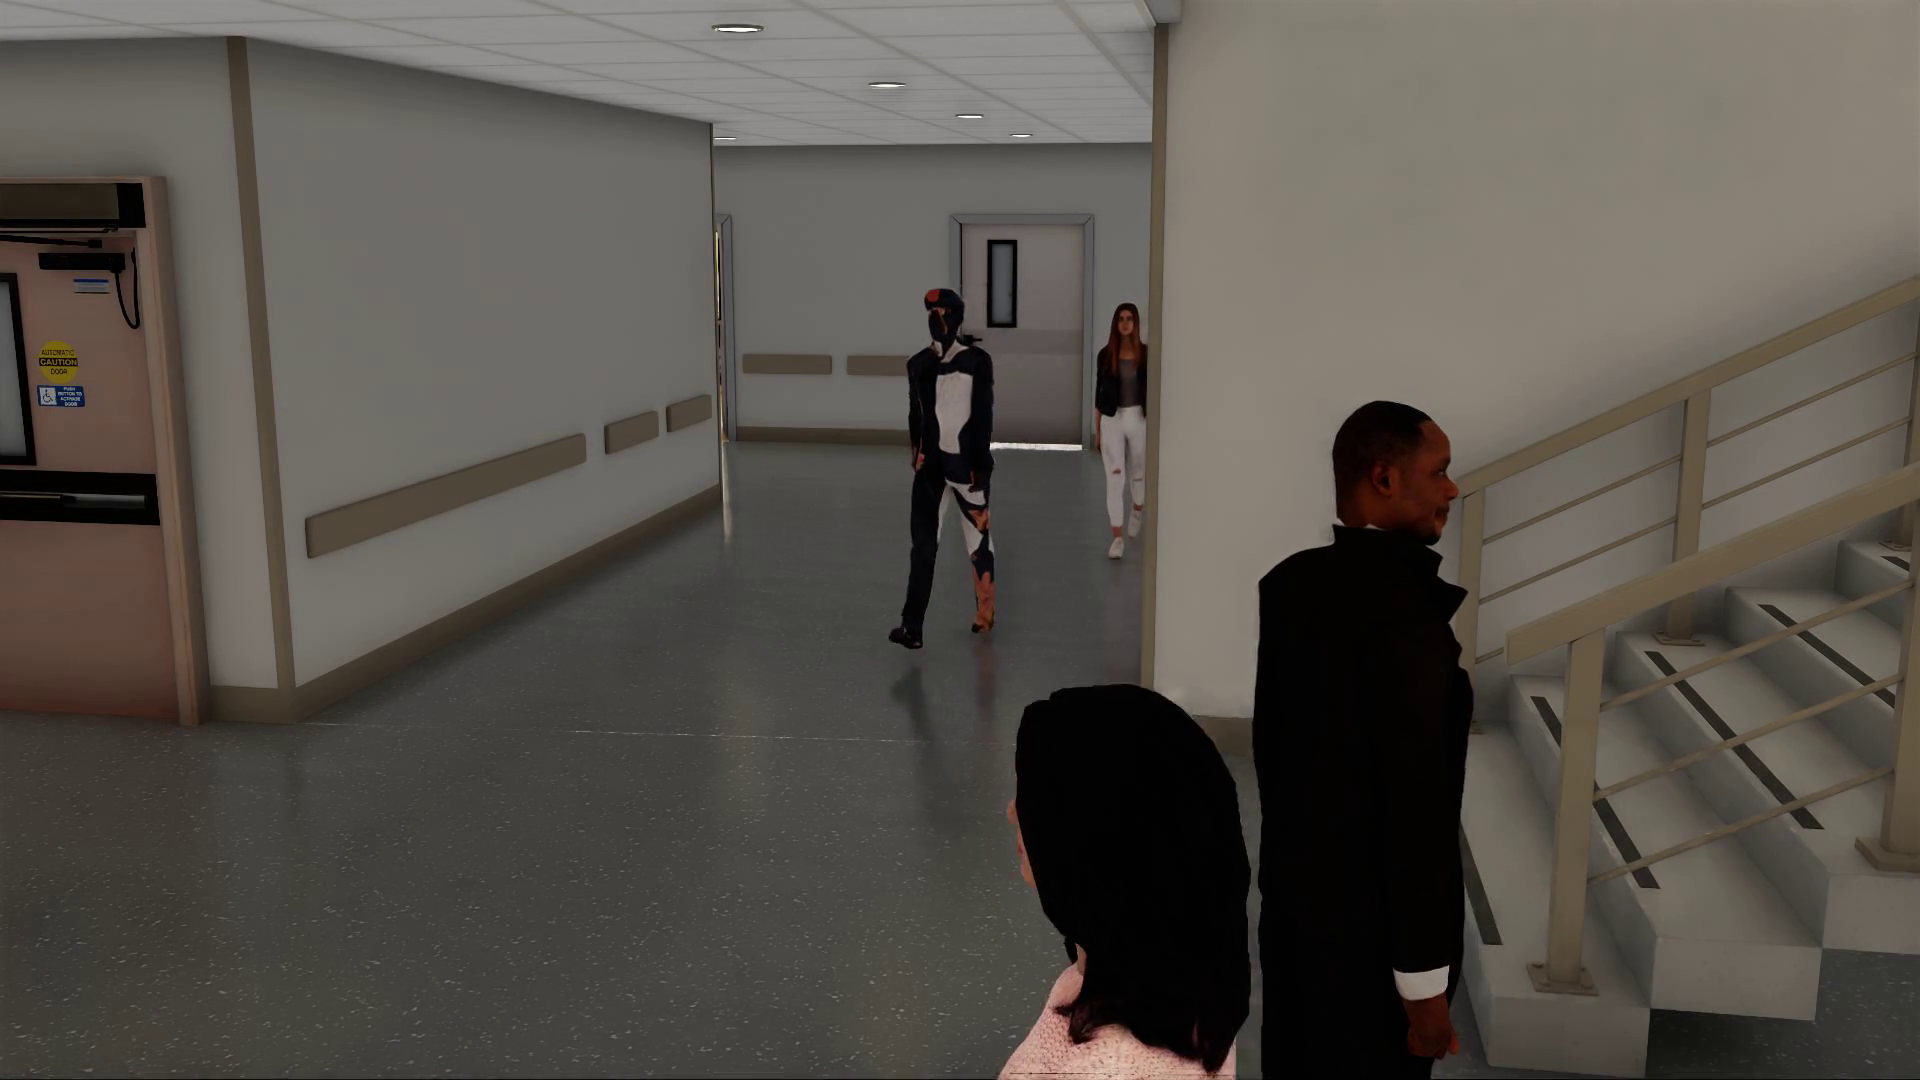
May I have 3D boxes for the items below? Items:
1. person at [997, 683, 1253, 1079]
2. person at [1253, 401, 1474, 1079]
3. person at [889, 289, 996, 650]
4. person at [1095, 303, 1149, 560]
[{"bbox_3d":[0.243,1.018,1.789,1.139,1.751,0.862,5,12,26],"label":"person"},{"bbox_3d":[0.733,0.687,3.123,0.780,1.904,0.799,-3,11,-17],"label":"person"},{"bbox_3d":[0.008,-0.357,8.793,1.214,1.840,0.957,5,12,23],"label":"person"},{"bbox_3d":[1.126,-0.740,11.237,0.930,1.682,0.658,2,11,9],"label":"person"}]
